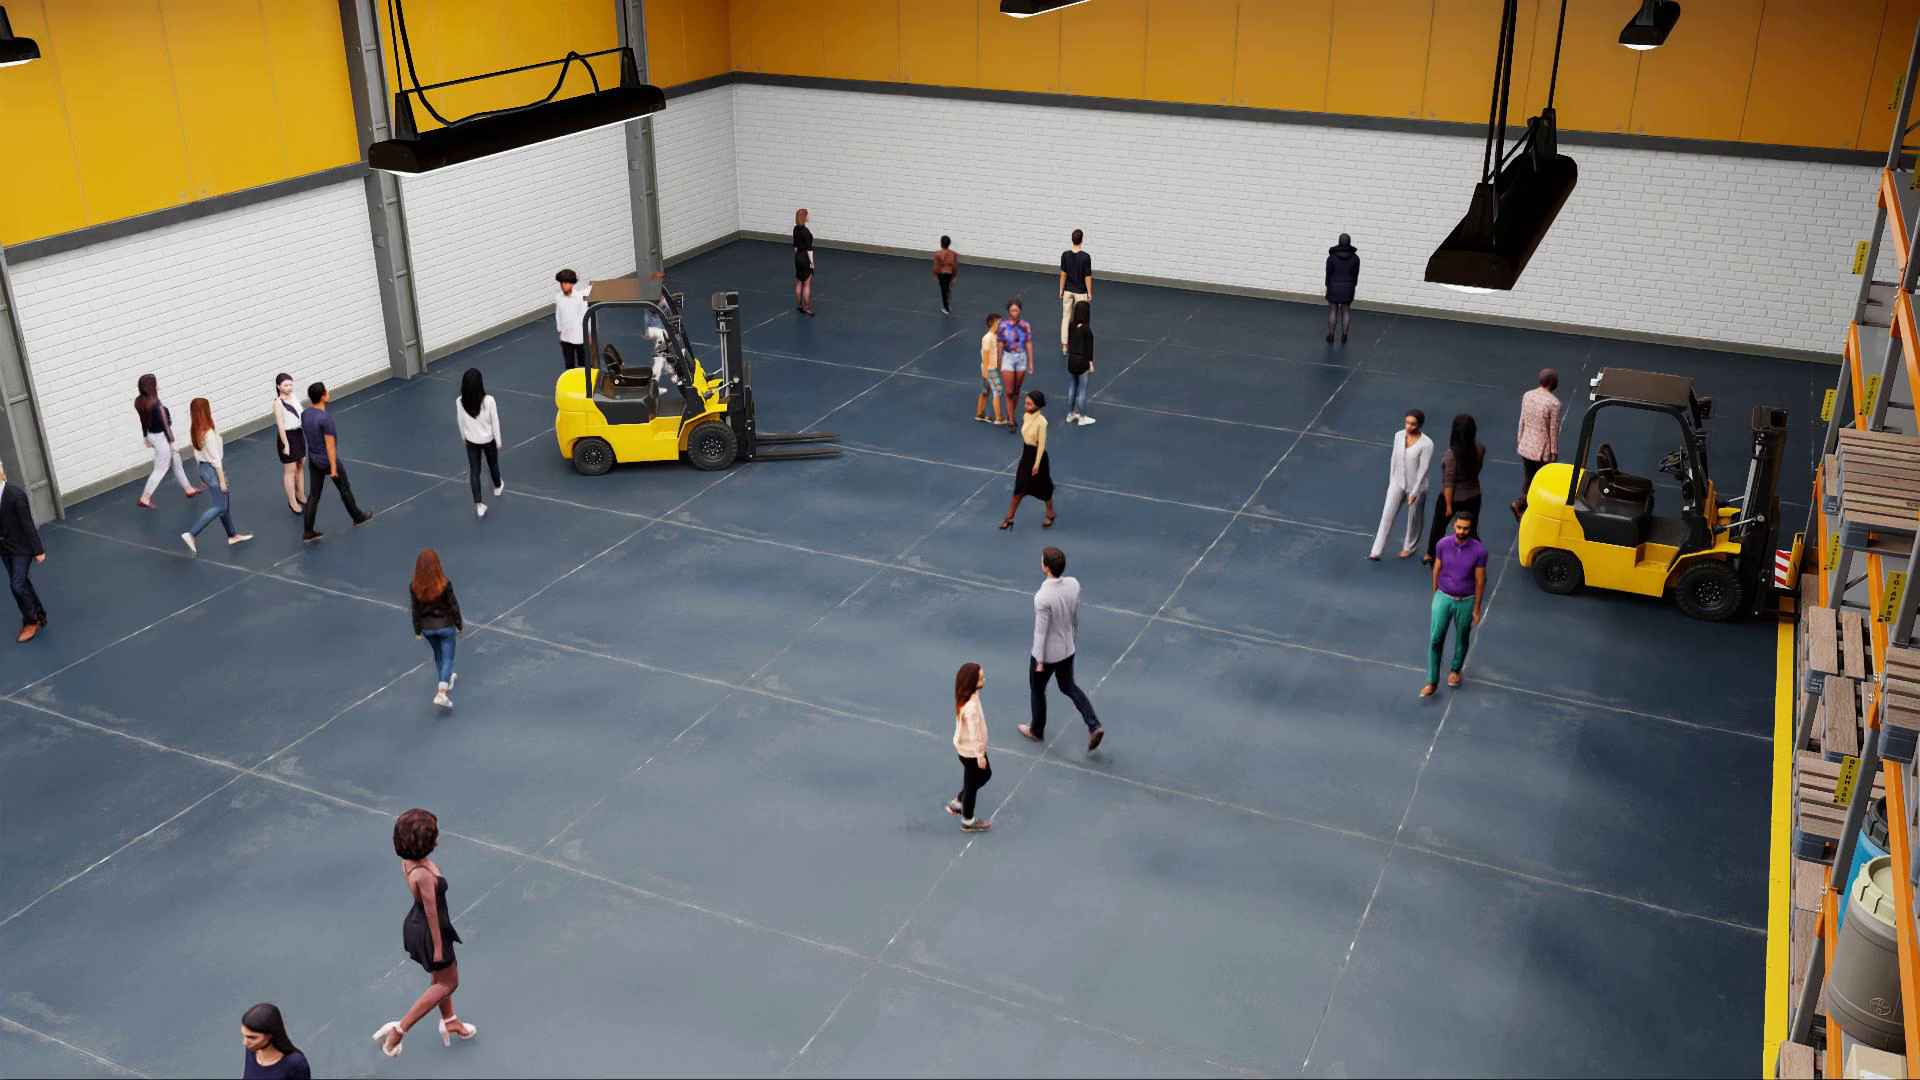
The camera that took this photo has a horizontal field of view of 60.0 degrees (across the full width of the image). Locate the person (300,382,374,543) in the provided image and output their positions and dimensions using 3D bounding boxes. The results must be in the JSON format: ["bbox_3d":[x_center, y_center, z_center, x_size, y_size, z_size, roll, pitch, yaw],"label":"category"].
[{"bbox_3d":[-7.006,-0.813,18.112,0.689,1.746,1.143,12,26,26],"label":"person"}]

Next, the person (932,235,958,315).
[{"bbox_3d":[-0.217,-4.225,26.545,0.716,1.243,0.769,-10,26,-22],"label":"person"}]

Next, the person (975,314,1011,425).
[{"bbox_3d":[0.329,-2.238,21.759,0.716,1.436,0.760,6,24,14],"label":"person"}]

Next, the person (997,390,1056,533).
[{"bbox_3d":[0.900,-0.865,18.384,1.059,1.623,0.866,-17,29,-34],"label":"person"}]

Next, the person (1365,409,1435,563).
[{"bbox_3d":[4.816,-0.587,17.656,0.826,1.697,1.126,20,31,38],"label":"person"}]

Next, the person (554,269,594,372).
[{"bbox_3d":[-5.220,-2.810,22.624,0.791,1.792,1.049,5,24,11],"label":"person"}]

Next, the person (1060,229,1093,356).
[{"bbox_3d":[1.698,-3.636,24.439,0.645,1.851,0.559,9,25,20],"label":"person"}]

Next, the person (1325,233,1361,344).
[{"bbox_3d":[5.735,-3.799,25.035,0.760,1.673,0.767,2,24,4],"label":"person"}]

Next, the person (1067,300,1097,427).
[{"bbox_3d":[1.561,-2.323,21.690,0.645,1.646,0.645,-19,30,-37],"label":"person"}]

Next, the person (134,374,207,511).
[{"bbox_3d":[-9.160,-1.090,18.960,0.761,1.574,1.124,17,29,33],"label":"person"}]

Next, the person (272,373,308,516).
[{"bbox_3d":[-7.599,-1.106,18.904,0.657,1.649,0.521,4,24,10],"label":"person"}]

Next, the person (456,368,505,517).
[{"bbox_3d":[-5.463,-1.080,18.839,0.964,1.653,1.178,-1,24,-3],"label":"person"}]

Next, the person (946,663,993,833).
[{"bbox_3d":[0.034,1.617,12.890,0.731,1.475,0.643,-1,24,-1],"label":"person"}]

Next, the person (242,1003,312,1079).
[{"bbox_3d":[-3.586,3.196,8.917,0.576,1.765,0.511,11,26,24],"label":"person"}]

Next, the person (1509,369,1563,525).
[{"bbox_3d":[6.382,-1.013,18.511,1.060,1.792,0.976,-12,26,-25],"label":"person"}]

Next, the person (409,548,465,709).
[{"bbox_3d":[-4.650,0.795,14.791,0.818,1.460,1.029,0,24,1],"label":"person"}]

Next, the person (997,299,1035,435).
[{"bbox_3d":[0.688,-2.283,21.502,0.910,1.725,1.013,-5,24,-11],"label":"person"}]

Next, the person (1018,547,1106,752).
[{"bbox_3d":[0.863,0.948,13.975,1.132,1.833,1.021,-20,31,-38],"label":"person"}]

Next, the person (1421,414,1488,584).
[{"bbox_3d":[5.173,-0.343,16.982,1.120,1.791,1.214,-8,25,-18],"label":"person"}]

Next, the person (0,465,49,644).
[{"bbox_3d":[-9.077,0.052,16.086,0.760,1.785,0.773,7,25,15],"label":"person"}]

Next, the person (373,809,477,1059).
[{"bbox_3d":[-3.410,2.519,10.451,0.959,1.778,0.819,-15,28,-31],"label":"person"}]

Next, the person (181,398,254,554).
[{"bbox_3d":[-8.096,-0.671,17.830,0.804,1.713,1.068,21,31,39],"label":"person"}]

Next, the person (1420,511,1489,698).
[{"bbox_3d":[4.516,0.531,15.049,0.651,1.737,0.937,10,26,22],"label":"person"}]

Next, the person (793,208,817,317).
[{"bbox_3d":[-2.483,-4.418,26.410,0.638,1.706,0.654,-18,29,-35],"label":"person"}]

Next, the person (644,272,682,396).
[{"bbox_3d":[-4.162,-2.775,22.696,0.759,1.669,1.068,16,28,32],"label":"person"}]
